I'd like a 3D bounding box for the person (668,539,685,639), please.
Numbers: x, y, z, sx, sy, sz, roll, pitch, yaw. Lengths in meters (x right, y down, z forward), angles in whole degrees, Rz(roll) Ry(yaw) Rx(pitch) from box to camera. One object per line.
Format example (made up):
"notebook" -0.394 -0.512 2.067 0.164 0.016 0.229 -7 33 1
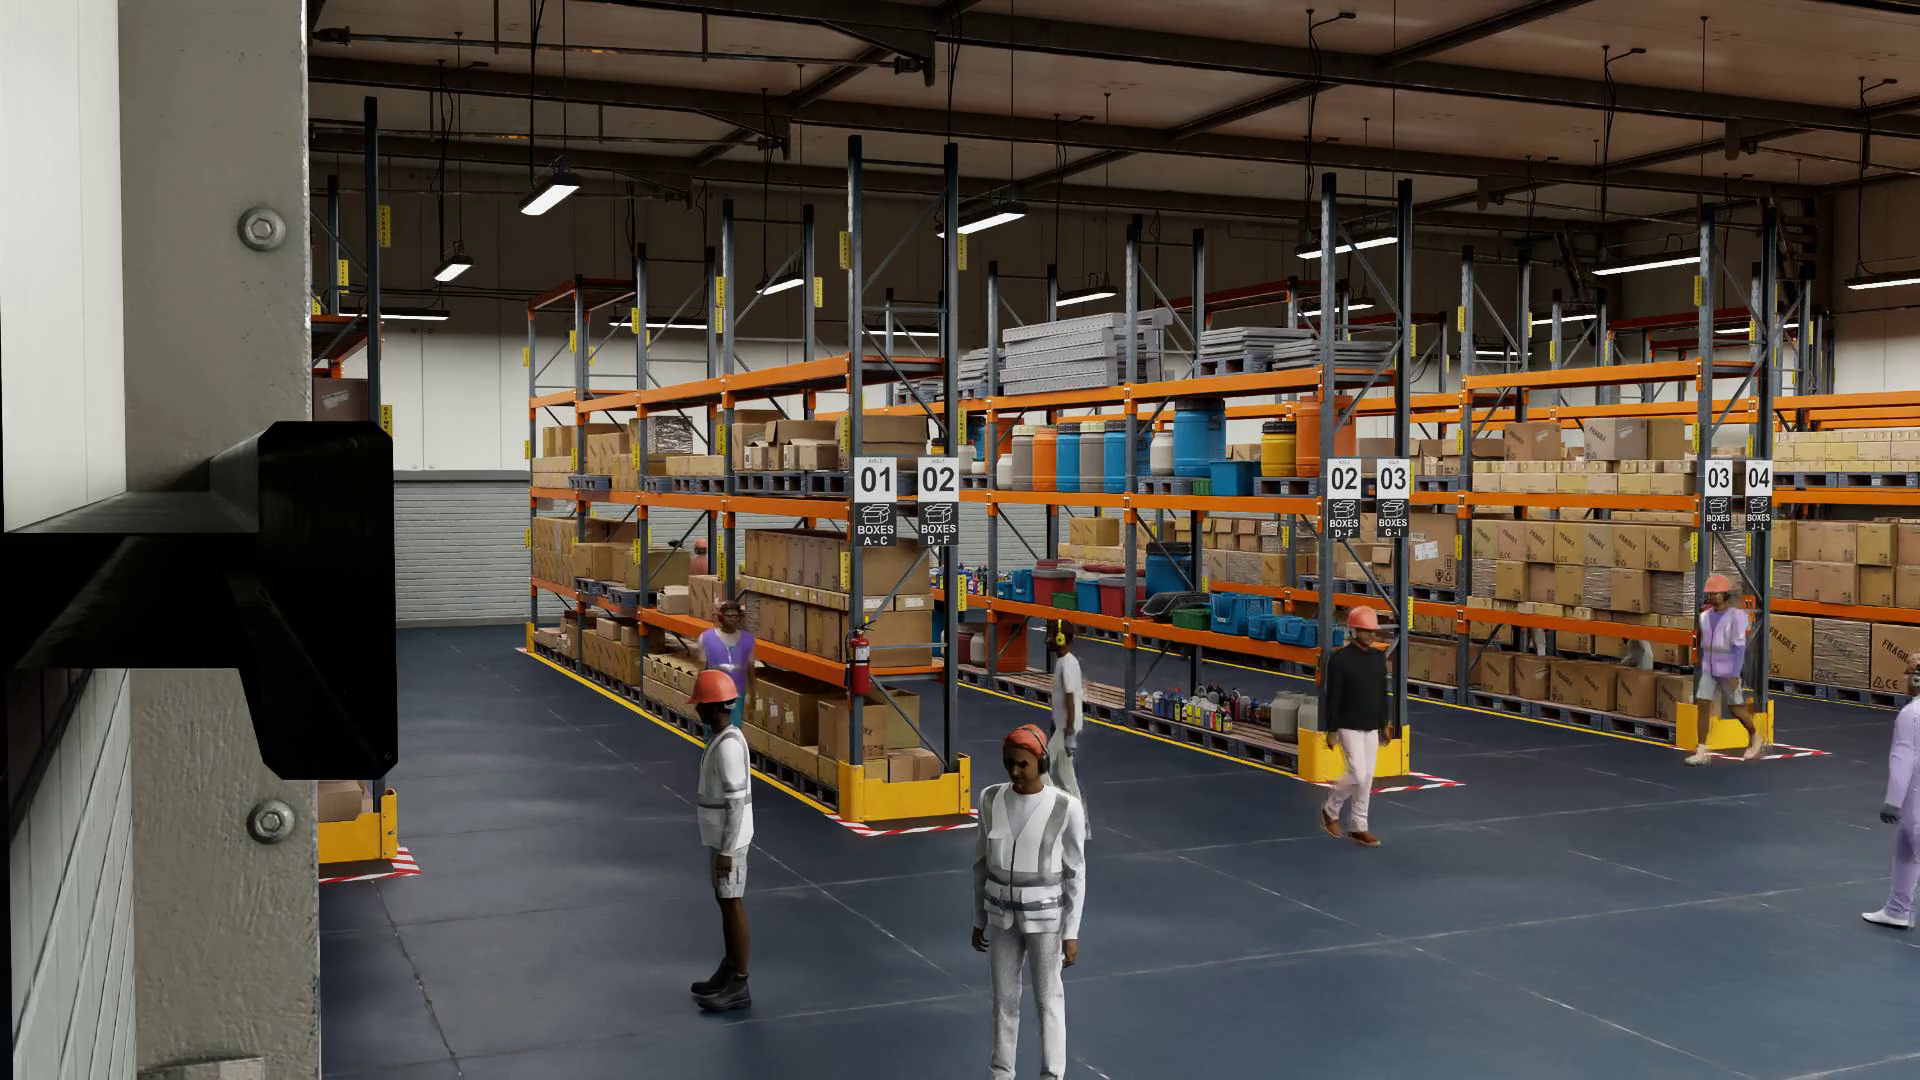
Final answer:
"person" -4.701 0.961 29.663 0.624 1.944 0.609 -2 3 -40

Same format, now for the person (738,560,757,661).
"person" -3.045 1.189 25.368 0.629 1.811 0.607 -1 2 -23

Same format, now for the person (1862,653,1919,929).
"person" 6.402 1.684 11.766 0.638 1.876 0.907 -2 3 -38

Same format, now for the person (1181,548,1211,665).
"person" 3.722 1.020 28.587 0.552 1.914 0.763 -1 2 -23

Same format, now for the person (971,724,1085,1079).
"person" 0.307 1.805 8.447 0.573 1.887 0.356 1 2 28

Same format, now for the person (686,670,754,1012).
"person" -1.379 1.710 10.313 0.376 1.934 0.547 0 2 -13

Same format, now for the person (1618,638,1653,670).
"person" 9.272 1.186 24.562 0.586 1.899 0.905 -2 3 -44

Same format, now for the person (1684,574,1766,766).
"person" 8.033 1.352 18.803 0.968 2.016 0.610 -1 2 -28

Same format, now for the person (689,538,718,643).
"person" -4.287 0.952 29.614 0.631 1.970 0.654 0 2 -1

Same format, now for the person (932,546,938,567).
"person" -0.383 0.758 34.500 0.406 1.987 0.616 1 2 25

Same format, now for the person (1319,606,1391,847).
"person" 3.273 1.521 14.708 0.614 1.980 0.455 -2 3 -36

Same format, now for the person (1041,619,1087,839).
"person" 0.780 1.579 14.889 0.628 1.843 0.557 0 2 4

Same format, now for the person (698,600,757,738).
"person" -2.242 1.492 17.278 0.592 1.828 0.447 -1 2 -23

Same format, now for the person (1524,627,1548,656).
"person" 8.241 1.159 25.872 0.430 1.845 0.619 -2 3 -43
